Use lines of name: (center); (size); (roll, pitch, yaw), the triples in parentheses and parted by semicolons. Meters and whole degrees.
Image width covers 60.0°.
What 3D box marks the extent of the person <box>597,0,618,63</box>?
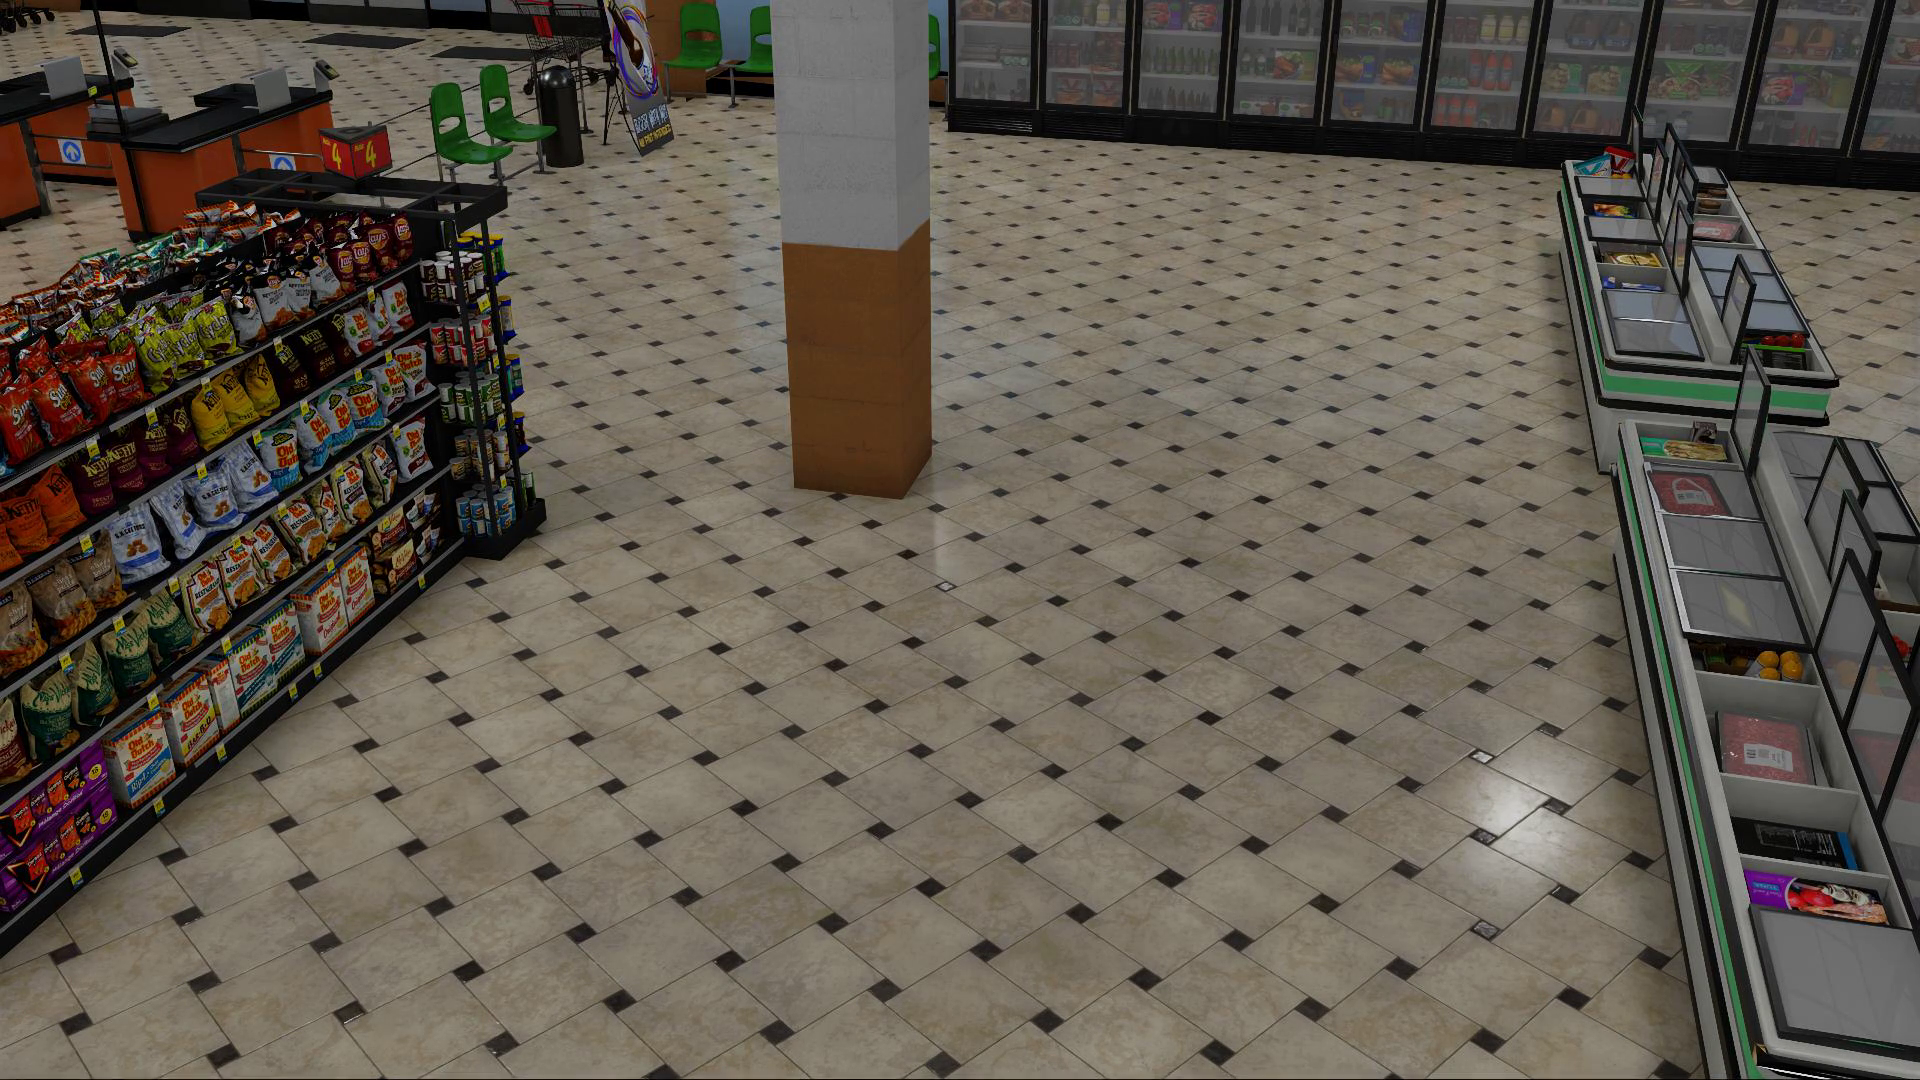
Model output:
person: (-4.685, -7.190, 21.863); (0.767, 1.728, 0.635); (-6, 27, -11)
